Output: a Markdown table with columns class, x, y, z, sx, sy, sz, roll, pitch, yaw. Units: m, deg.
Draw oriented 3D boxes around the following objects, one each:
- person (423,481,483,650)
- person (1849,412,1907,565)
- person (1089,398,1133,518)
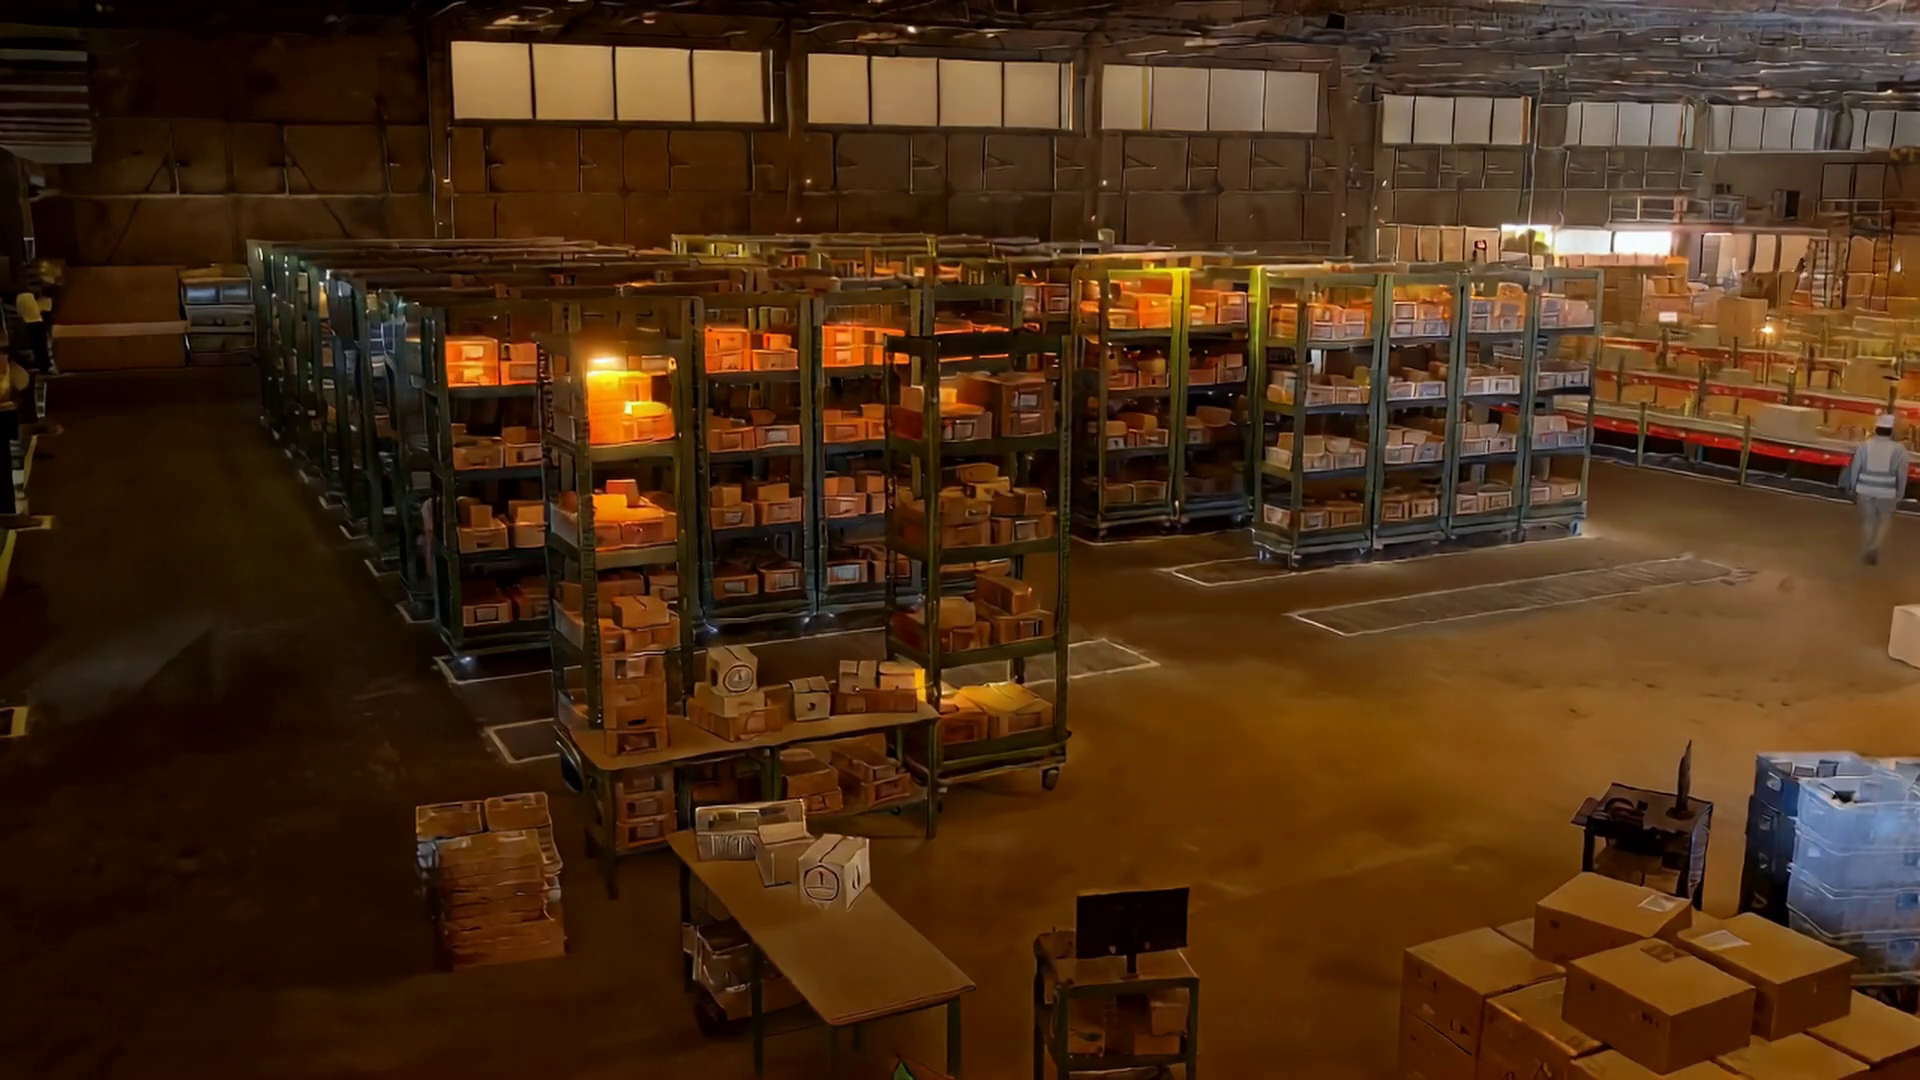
| class | x | y | z | sx | sy | sz | roll | pitch | yaw |
| --- | --- | --- | --- | --- | --- | --- | --- | --- | --- |
| person | -5.201 | 0.188 | 17.085 | 0.564 | 1.839 | 0.395 | -8 | 15 | -34 |
| person | 11.344 | -0.612 | 20.597 | 0.629 | 1.933 | 0.495 | 8 | 14 | 33 |
| person | 2.140 | -1.174 | 23.553 | 0.903 | 1.783 | 0.610 | -9 | 15 | -37 |
